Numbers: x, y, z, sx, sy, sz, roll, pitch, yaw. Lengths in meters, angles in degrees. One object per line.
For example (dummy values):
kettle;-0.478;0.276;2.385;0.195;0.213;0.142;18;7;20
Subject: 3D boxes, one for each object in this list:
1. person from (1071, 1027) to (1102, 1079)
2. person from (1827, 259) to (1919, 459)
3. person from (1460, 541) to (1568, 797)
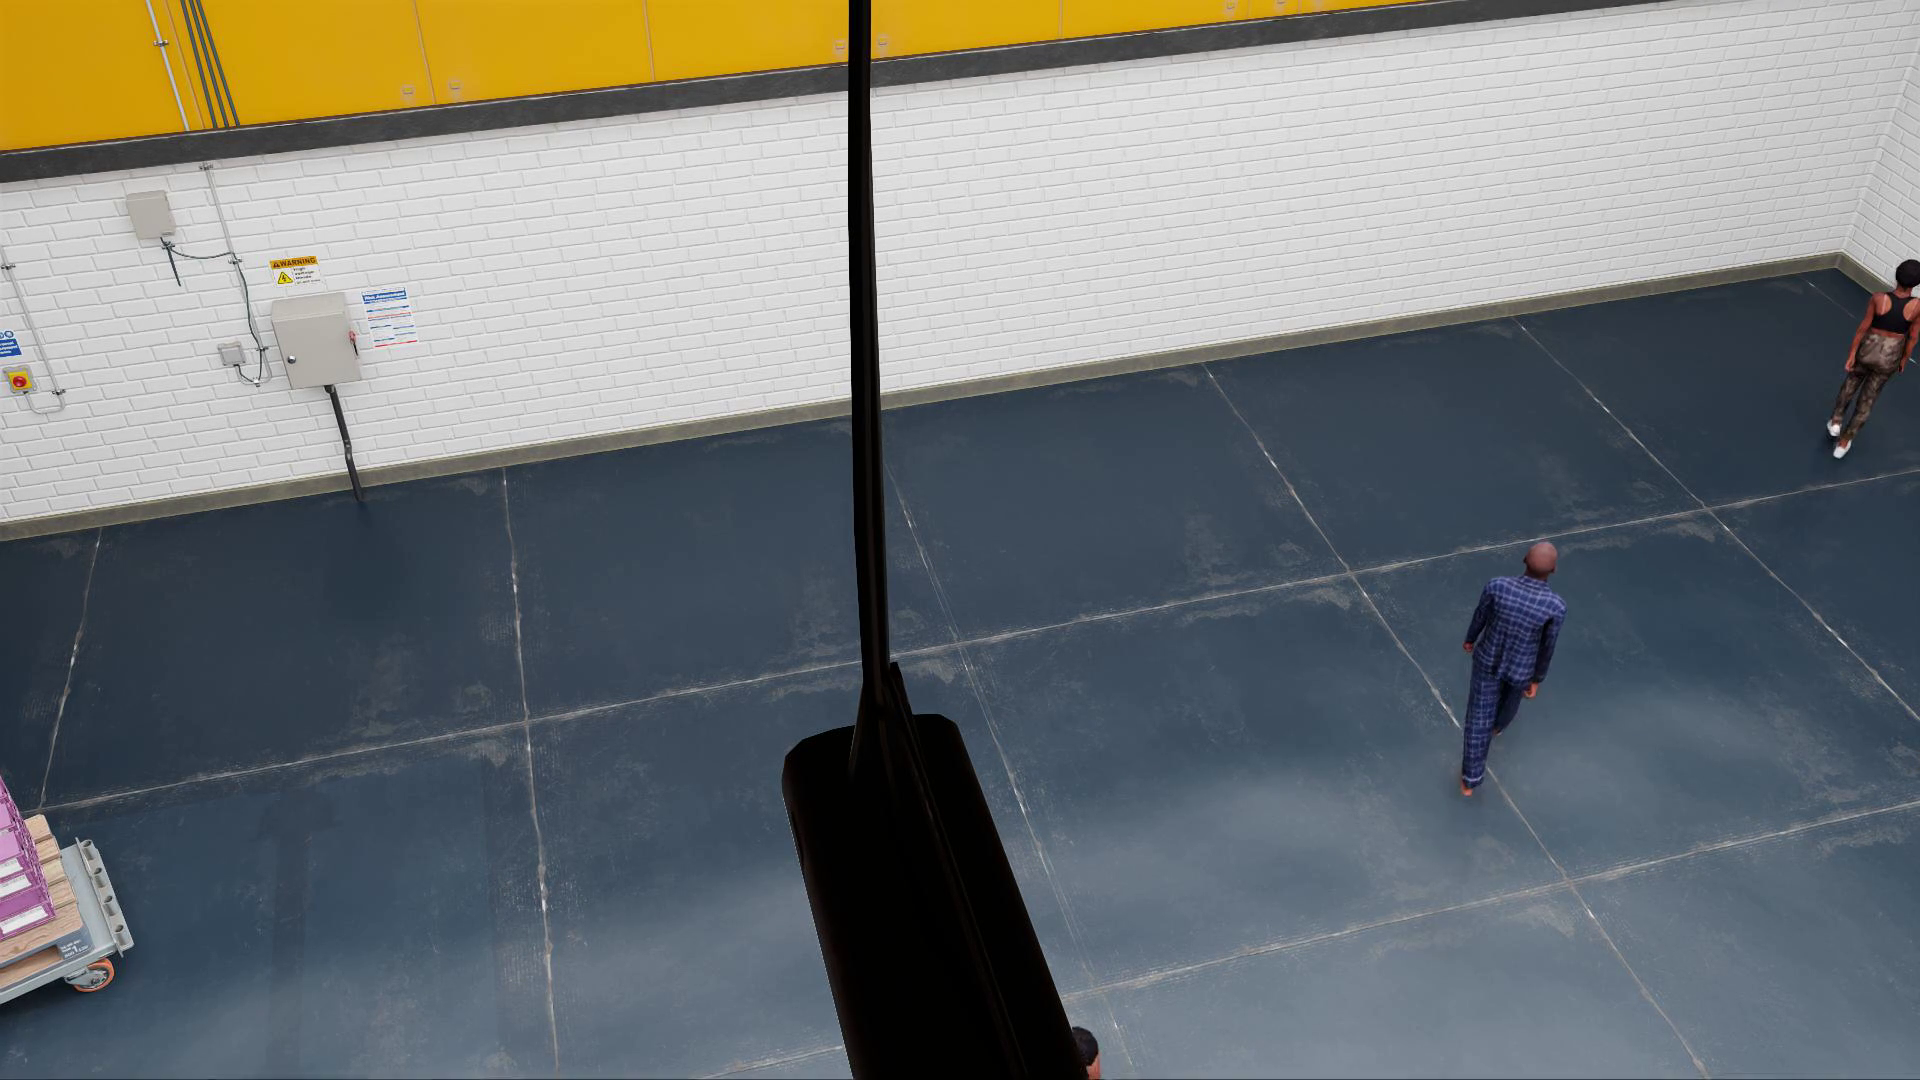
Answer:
person;0.569;2.817;8.021;0.962;1.235;0.843;25;45;28
person;7.096;-1.362;12.893;0.771;1.684;0.825;23;44;27
person;3.302;0.800;10.116;1.096;1.773;1.248;14;41;17
